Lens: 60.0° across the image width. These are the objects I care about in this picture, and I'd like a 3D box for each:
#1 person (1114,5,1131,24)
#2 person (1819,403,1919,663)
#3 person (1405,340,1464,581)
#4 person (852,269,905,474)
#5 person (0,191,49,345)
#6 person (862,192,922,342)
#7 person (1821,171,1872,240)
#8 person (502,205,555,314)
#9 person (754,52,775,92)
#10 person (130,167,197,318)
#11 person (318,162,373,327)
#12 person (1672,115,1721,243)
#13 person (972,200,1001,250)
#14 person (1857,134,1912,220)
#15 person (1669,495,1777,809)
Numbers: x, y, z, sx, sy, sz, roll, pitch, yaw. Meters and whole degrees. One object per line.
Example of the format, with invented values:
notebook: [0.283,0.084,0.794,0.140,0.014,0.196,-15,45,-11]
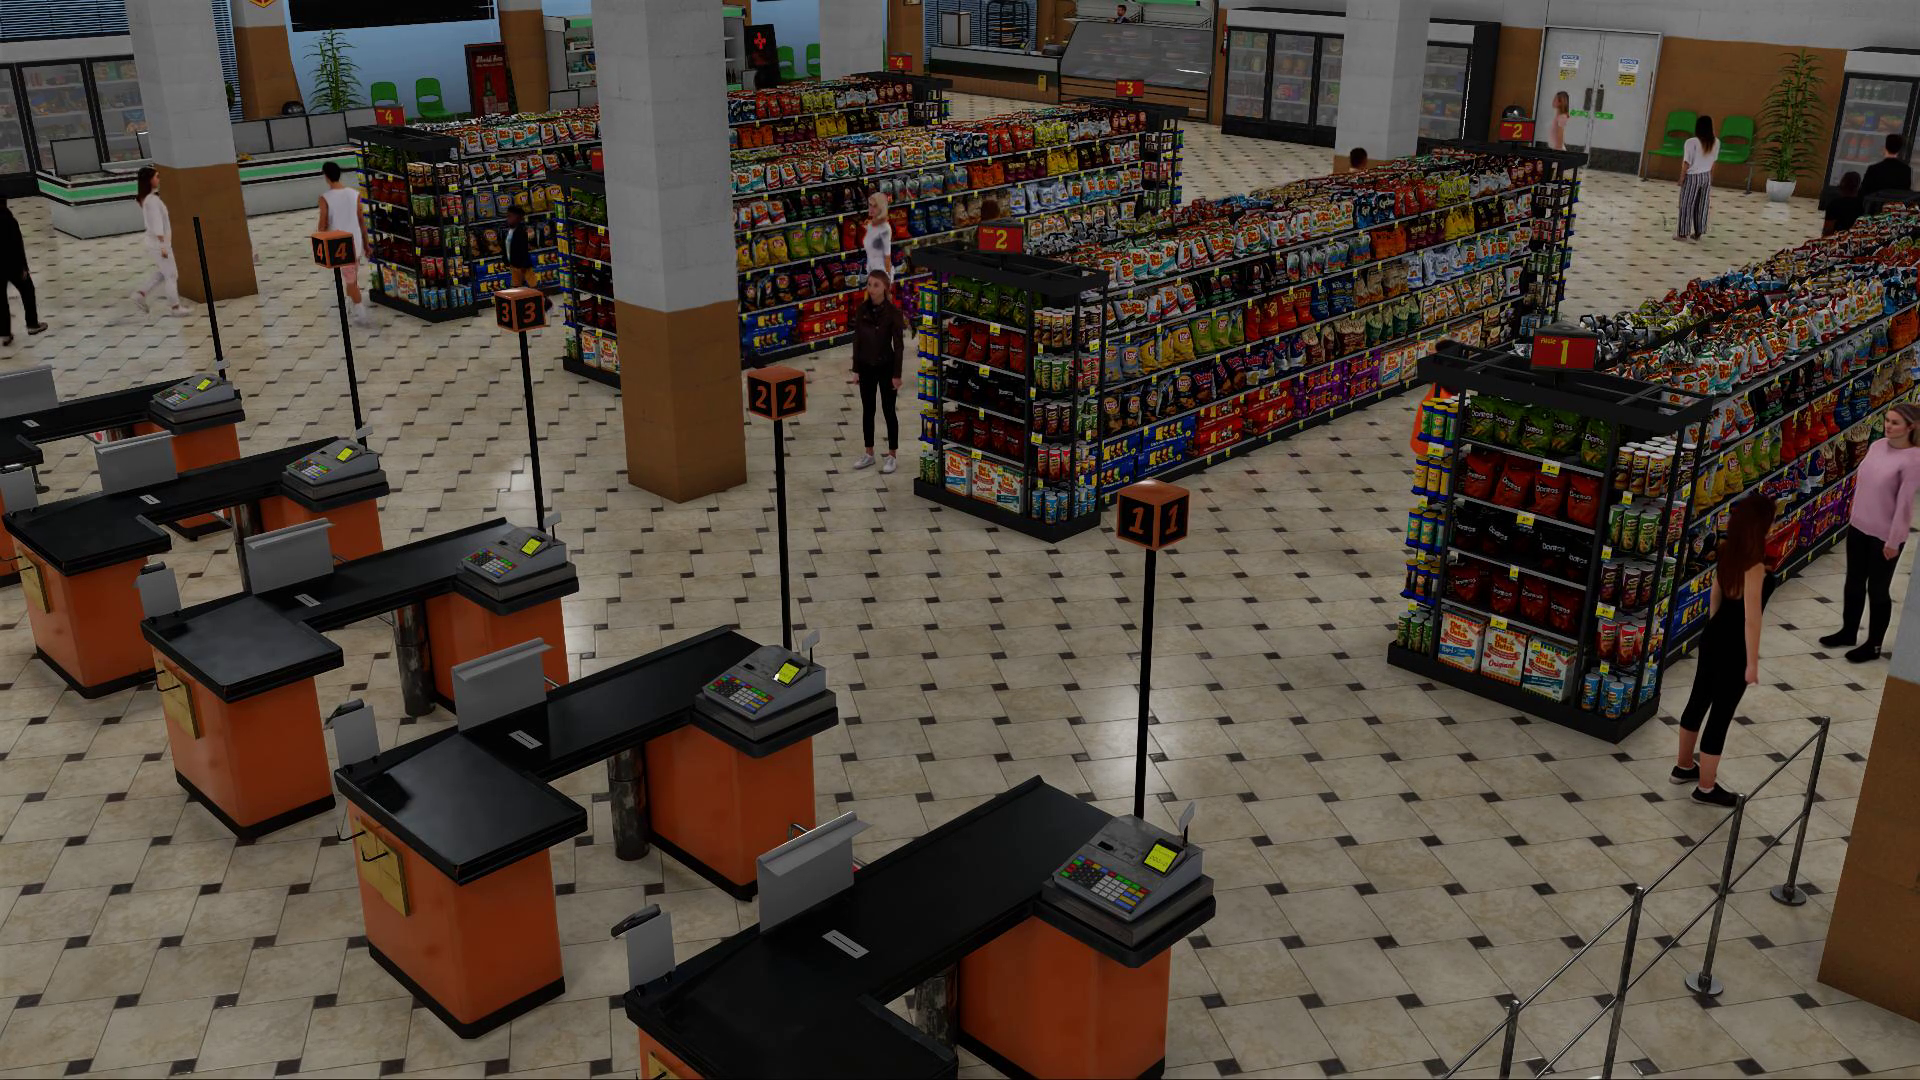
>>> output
person: [3.719,-11.422,38.508,0.566,1.868,0.622,-20,29,-40]
person: [5.798,-0.063,10.480,0.712,1.687,0.681,-4,22,-9]
person: [3.342,-0.549,11.613,0.763,1.745,0.647,7,23,16]
person: [-0.674,-1.412,13.815,0.666,1.704,0.627,10,24,22]
person: [-10.132,-2.857,17.577,0.939,1.581,0.991,-4,22,-10]
person: [-0.748,-2.692,16.977,1.021,1.721,0.734,-11,25,-26]
person: [9.258,-2.967,17.531,0.706,1.819,0.821,-6,23,-14]
person: [-4.876,-3.136,18.710,0.853,1.254,0.534,-20,29,-41]
person: [-3.254,-7.420,28.536,1.041,1.876,0.919,7,23,17]
person: [-8.997,-3.284,18.515,0.905,1.674,0.681,-15,26,-33]
person: [-6.685,-3.204,18.220,0.718,1.746,0.984,20,29,40]
person: [9.978,-4.903,22.537,0.754,1.679,0.855,-5,22,-12]
person: [0.257,-2.511,16.577,1.040,1.684,0.666,-18,28,-38]
person: [10.776,-3.714,19.424,1.126,1.793,1.203,1,22,2]
person: [4.072,0.575,8.845,0.699,1.722,0.648,-1,22,-3]
